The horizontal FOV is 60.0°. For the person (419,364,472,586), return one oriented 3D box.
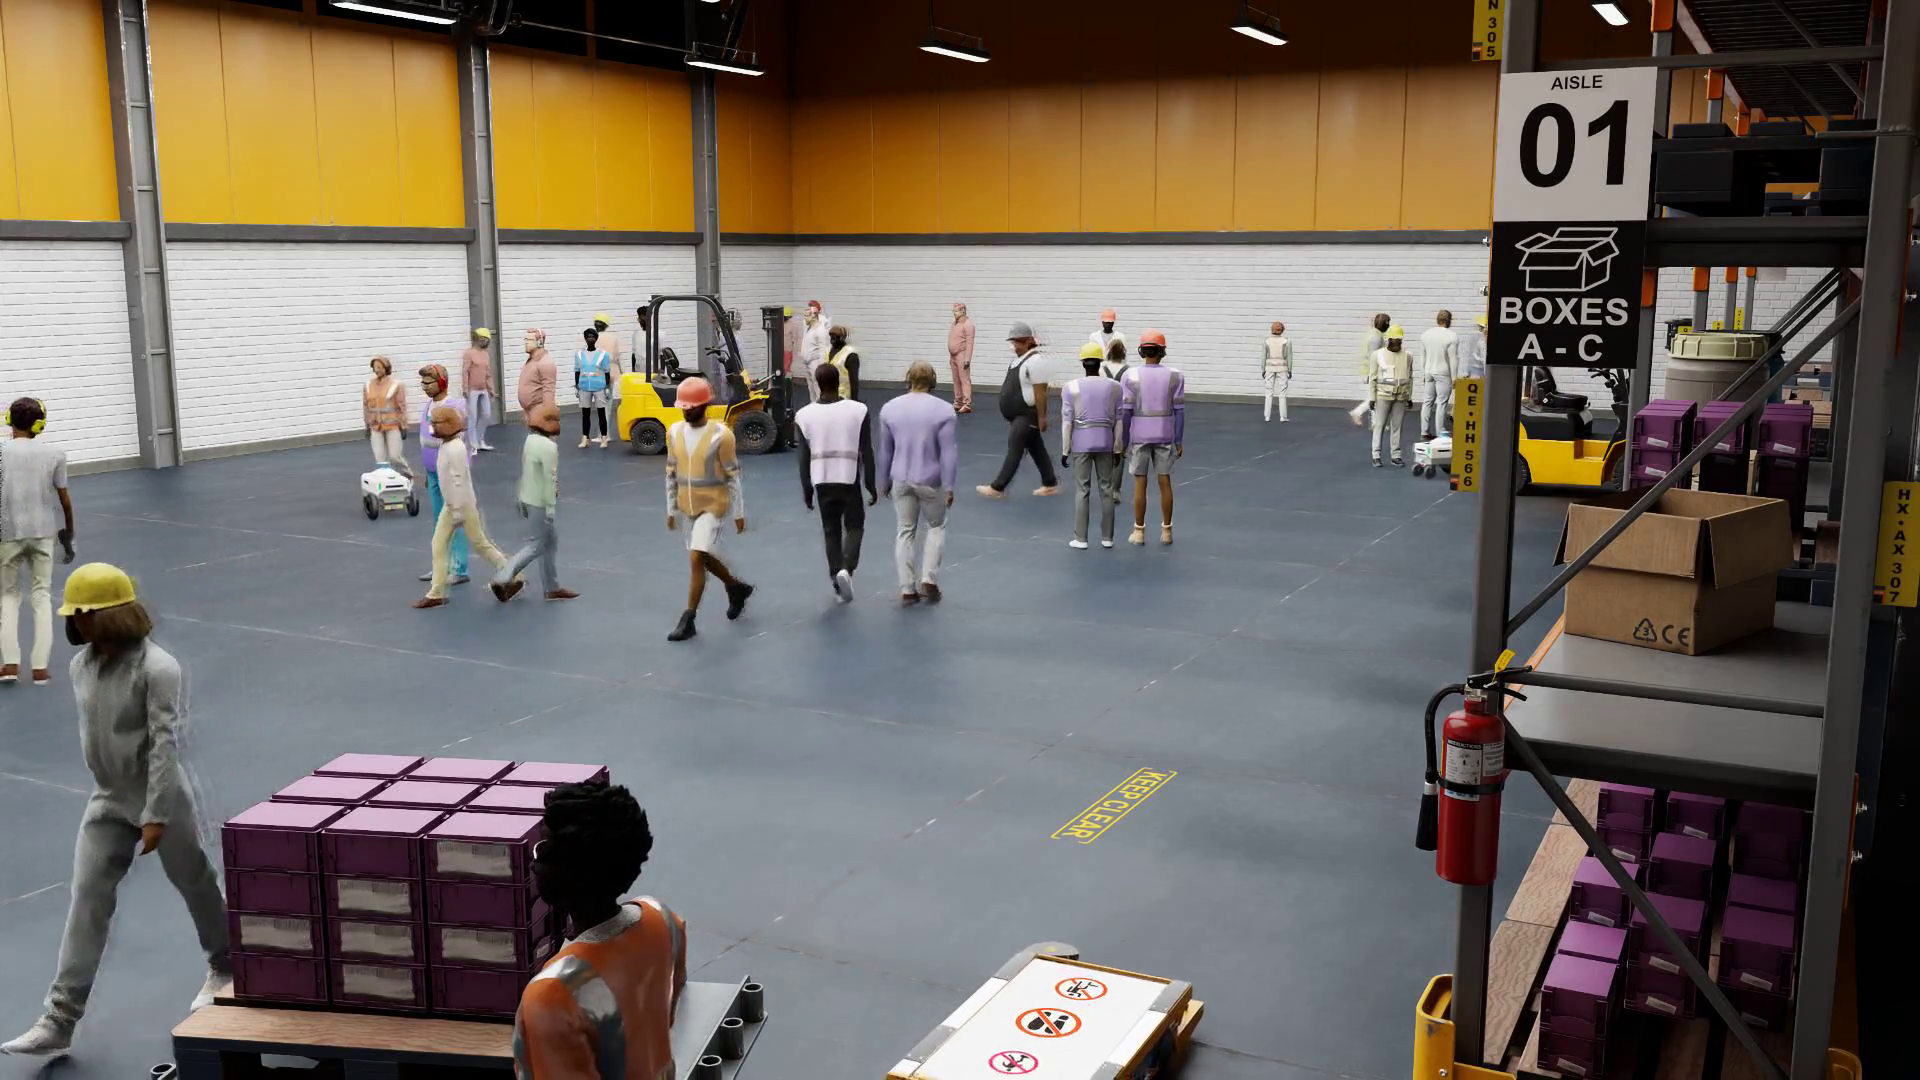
[{"bbox_3d":[-4.272,-0.543,13.802,0.390,1.840,0.565,-9,13,-41],"label":"person"}]

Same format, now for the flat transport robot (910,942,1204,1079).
[{"bbox_3d":[0.263,1.691,5.401,0.652,0.197,1.431,5,11,26],"label":"flat transport robot"}]

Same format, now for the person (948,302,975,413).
[{"bbox_3d":[-0.009,-3.131,28.592,0.411,1.908,0.643,-6,11,-29],"label":"person"}]

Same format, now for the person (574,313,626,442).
[{"bbox_3d":[-5.271,-2.380,24.356,0.759,1.860,0.857,-6,11,-30],"label":"person"}]

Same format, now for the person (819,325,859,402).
[{"bbox_3d":[-1.535,-1.938,21.964,0.851,1.817,0.618,-7,12,-37],"label":"person"}]

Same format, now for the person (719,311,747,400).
[{"bbox_3d":[-3.284,-2.445,24.641,0.642,1.887,0.661,-3,10,-16],"label":"person"}]

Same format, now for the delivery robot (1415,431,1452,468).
[{"bbox_3d":[5.948,-1.089,20.407,0.707,0.478,0.477,-3,10,-18],"label":"delivery robot"}]

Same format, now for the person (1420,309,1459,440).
[{"bbox_3d":[6.985,-2.387,24.228,0.378,1.932,0.642,-7,12,-36],"label":"person"}]

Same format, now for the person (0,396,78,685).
[{"bbox_3d":[-5.953,0.004,10.648,0.539,1.829,0.514,-6,11,-30],"label":"person"}]

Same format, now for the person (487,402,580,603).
[{"bbox_3d":[-3.353,-0.275,12.950,0.712,1.593,0.534,-6,11,-31],"label":"person"}]

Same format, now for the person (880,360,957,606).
[{"bbox_3d":[-0.319,-0.447,13.019,0.652,1.915,0.506,3,10,15],"label":"person"}]

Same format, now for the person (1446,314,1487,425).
[{"bbox_3d":[8.118,-2.664,26.224,0.903,1.796,0.574,1,10,4],"label":"person"}]

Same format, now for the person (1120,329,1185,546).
[{"bbox_3d":[1.796,-0.962,15.651,0.611,2.038,0.396,-1,10,-3],"label":"person"}]

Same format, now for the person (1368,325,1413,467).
[{"bbox_3d":[5.551,-1.849,21.387,0.603,1.828,0.404,-1,10,-8],"label":"person"}]

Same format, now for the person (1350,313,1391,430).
[{"bbox_3d":[6.408,-2.597,25.744,0.542,1.823,0.629,2,10,11],"label":"person"}]

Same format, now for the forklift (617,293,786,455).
[{"bbox_3d":[-3.588,-2.317,23.042,2.313,2.155,1.214,-1,10,-5],"label":"forklift"}]

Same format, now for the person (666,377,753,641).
[{"bbox_3d":[-1.816,-0.260,12.051,0.569,1.891,0.908,5,11,26],"label":"person"}]

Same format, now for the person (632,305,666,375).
[{"bbox_3d":[-4.675,-2.525,24.909,0.617,1.964,0.361,5,11,26],"label":"person"}]

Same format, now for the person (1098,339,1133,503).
[{"bbox_3d":[1.730,-1.318,18.430,0.506,1.806,0.973,3,10,18],"label":"person"}]

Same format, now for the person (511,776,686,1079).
[{"bbox_3d":[-0.739,1.314,3.450,0.316,1.700,0.540,2,10,13],"label":"person"}]

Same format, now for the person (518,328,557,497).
[{"bbox_3d":[-4.757,-1.423,18.688,0.407,1.913,0.641,-7,12,-34],"label":"person"}]

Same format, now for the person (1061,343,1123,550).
[{"bbox_3d":[1.216,-0.866,15.440,0.589,1.919,0.392,-2,10,-10],"label":"person"}]

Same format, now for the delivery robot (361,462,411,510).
[{"bbox_3d":[-6.017,-0.573,17.420,0.477,0.478,0.707,-7,12,-33],"label":"delivery robot"}]

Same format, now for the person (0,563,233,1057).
[{"bbox_3d":[-2.893,0.919,5.761,0.507,1.695,0.911,3,10,18],"label":"person"}]

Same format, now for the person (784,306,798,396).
[{"bbox_3d":[-3.375,-3.617,31.906,0.580,1.724,0.379,5,11,26],"label":"person"}]

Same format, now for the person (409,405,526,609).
[{"bbox_3d":[-3.834,-0.267,12.929,0.857,1.593,0.507,-6,11,-30],"label":"person"}]

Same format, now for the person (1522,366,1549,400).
[{"bbox_3d":[7.382,-1.898,21.700,0.544,1.824,0.642,7,12,35],"label":"person"}]

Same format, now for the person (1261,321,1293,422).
[{"bbox_3d":[5.147,-2.726,27.018,0.511,1.640,0.308,4,11,22],"label":"person"}]

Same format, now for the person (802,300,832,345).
[{"bbox_3d":[-2.706,-3.662,31.821,0.622,1.858,0.475,-2,10,-10],"label":"person"}]

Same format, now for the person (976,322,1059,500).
[{"bbox_3d":[0.681,-1.477,18.626,1.035,2.000,0.688,-3,10,-15],"label":"person"}]

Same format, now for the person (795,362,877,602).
[{"bbox_3d":[-0.968,-0.428,12.971,0.633,1.895,0.551,1,10,4],"label":"person"}]

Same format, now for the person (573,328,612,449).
[{"bbox_3d":[-5.156,-2.119,23.339,0.549,1.697,0.317,1,10,4],"label":"person"}]

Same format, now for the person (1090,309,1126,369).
[{"bbox_3d":[2.203,-2.491,24.860,0.559,1.925,0.420,2,10,14],"label":"person"}]

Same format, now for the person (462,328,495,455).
[{"bbox_3d":[-6.612,-2.030,22.772,0.341,1.722,0.630,4,11,22],"label":"person"}]

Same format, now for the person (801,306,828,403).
[{"bbox_3d":[-2.315,-2.738,26.322,0.401,1.904,0.646,-4,11,-24],"label":"person"}]

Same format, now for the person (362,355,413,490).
[{"bbox_3d":[-6.366,-1.248,18.523,0.514,1.626,0.456,2,10,11],"label":"person"}]

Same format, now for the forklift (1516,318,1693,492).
[{"bbox_3d":[7.066,-1.601,18.899,2.313,2.155,1.214,5,11,27],"label":"forklift"}]
